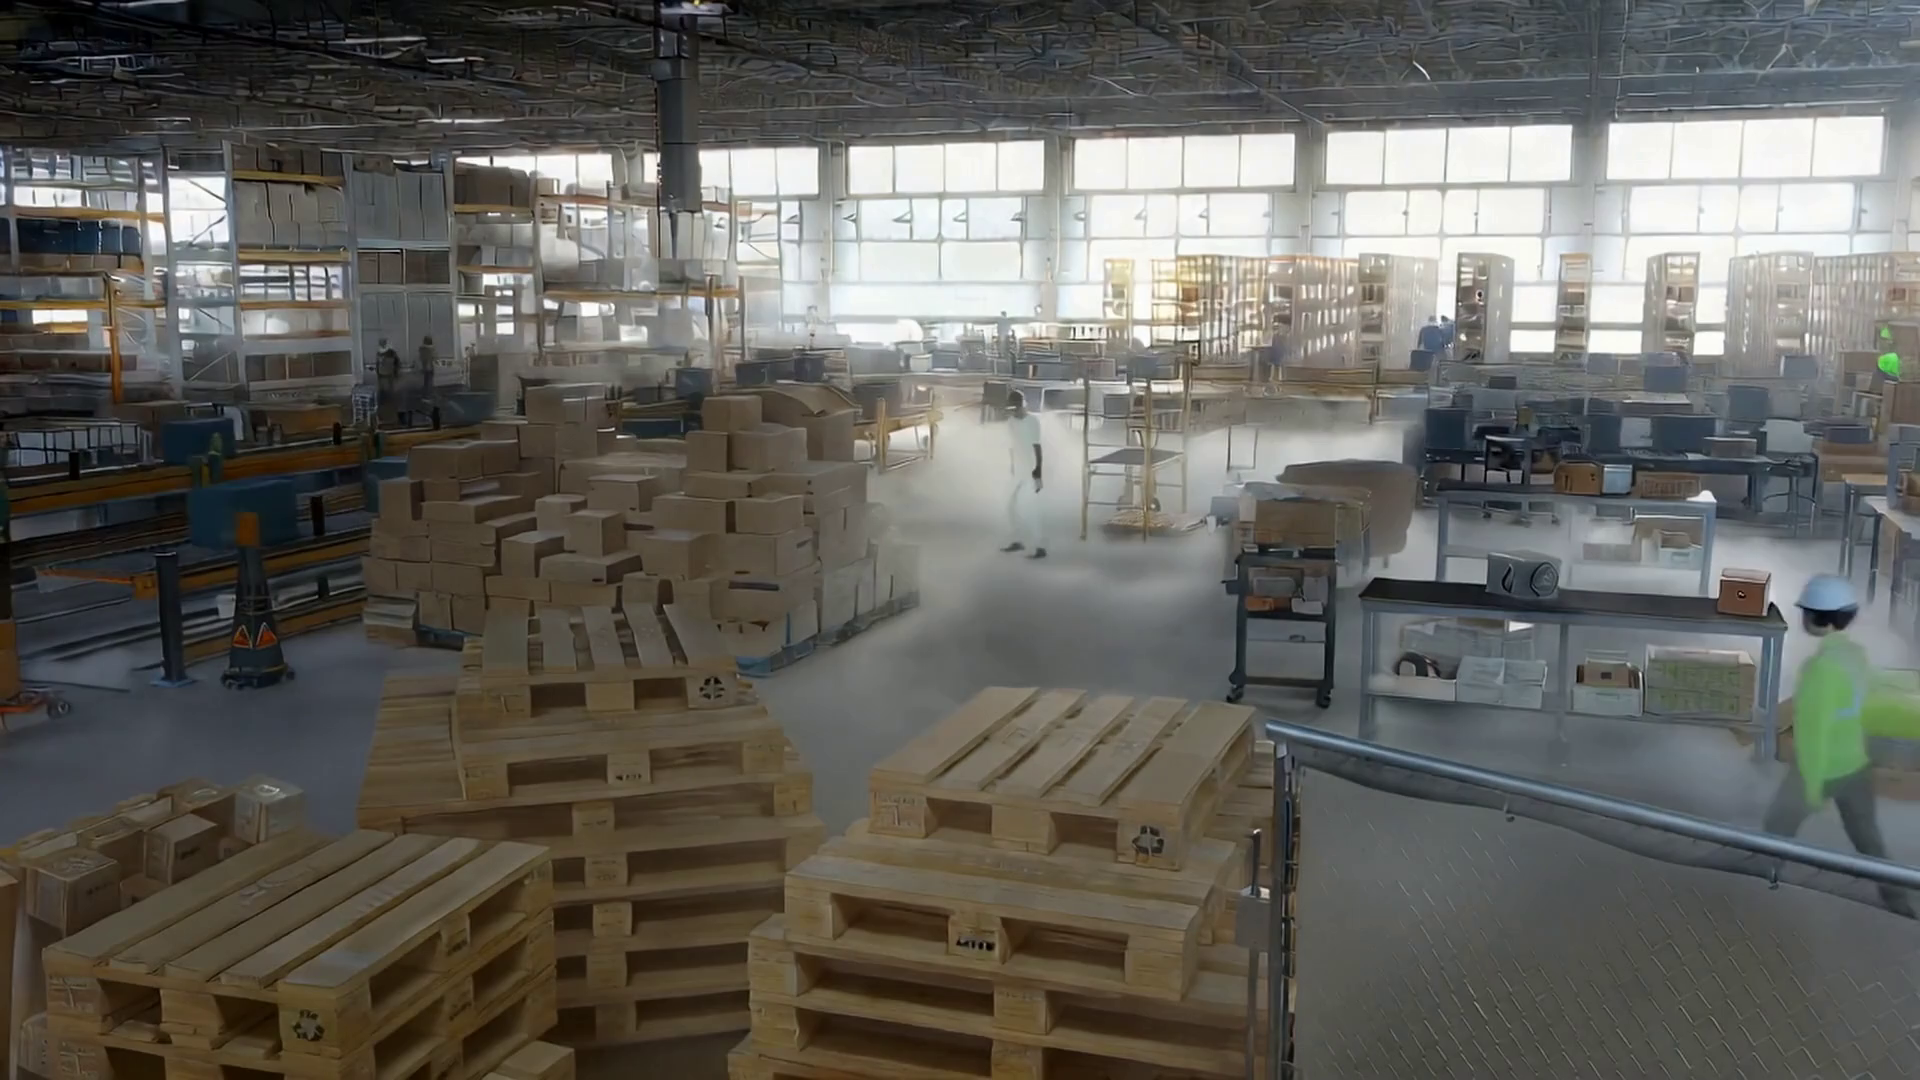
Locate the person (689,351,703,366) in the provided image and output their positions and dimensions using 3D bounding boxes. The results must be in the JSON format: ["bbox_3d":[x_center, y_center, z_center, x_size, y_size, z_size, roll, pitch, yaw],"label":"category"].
[{"bbox_3d":[-6.173,-4.027,39.160,0.532,1.666,0.715,7,11,37],"label":"person"}]

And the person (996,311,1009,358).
[{"bbox_3d":[1.548,-7.511,60.845,0.479,1.733,0.341,-1,9,-7],"label":"person"}]

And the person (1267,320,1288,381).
[{"bbox_3d":[8.292,-4.815,43.463,0.822,1.883,0.650,8,12,40],"label":"person"}]

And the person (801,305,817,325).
[{"bbox_3d":[-5.649,-7.820,62.176,0.620,1.925,0.660,-1,9,-9],"label":"person"}]

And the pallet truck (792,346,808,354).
[{"bbox_3d":[-3.705,-4.298,42.022,0.653,1.274,1.630,3,10,20],"label":"pallet truck"}]

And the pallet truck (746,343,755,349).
[{"bbox_3d":[-6.183,-4.618,44.264,1.601,1.201,0.680,-9,12,-43],"label":"pallet truck"}]

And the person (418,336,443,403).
[{"bbox_3d":[-12.642,-4.064,39.656,0.526,1.585,0.865,6,11,34],"label":"person"}]

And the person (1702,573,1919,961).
[{"bbox_3d":[3.900,1.001,7.453,0.522,1.718,0.954,-6,11,-32],"label":"person"}]

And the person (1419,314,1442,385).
[{"bbox_3d":[12.631,-5.070,44.694,0.612,1.996,0.388,1,9,8],"label":"person"}]

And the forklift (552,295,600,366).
[{"bbox_3d":[-10.866,-6.120,48.519,1.873,2.768,1.129,-6,11,-34],"label":"forklift"}]

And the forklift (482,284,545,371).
[{"bbox_3d":[-10.832,-4.702,39.610,1.129,2.768,1.873,3,10,20],"label":"forklift"}]

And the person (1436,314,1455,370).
[{"bbox_3d":[14.785,-5.955,50.731,0.564,1.841,0.389,0,9,3],"label":"person"}]

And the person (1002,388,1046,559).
[{"bbox_3d":[0.691,-0.708,17.792,0.429,1.846,0.560,-8,12,-42],"label":"person"}]

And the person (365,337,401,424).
[{"bbox_3d":[-11.619,-3.193,33.539,0.610,1.783,0.916,3,10,21],"label":"person"}]
